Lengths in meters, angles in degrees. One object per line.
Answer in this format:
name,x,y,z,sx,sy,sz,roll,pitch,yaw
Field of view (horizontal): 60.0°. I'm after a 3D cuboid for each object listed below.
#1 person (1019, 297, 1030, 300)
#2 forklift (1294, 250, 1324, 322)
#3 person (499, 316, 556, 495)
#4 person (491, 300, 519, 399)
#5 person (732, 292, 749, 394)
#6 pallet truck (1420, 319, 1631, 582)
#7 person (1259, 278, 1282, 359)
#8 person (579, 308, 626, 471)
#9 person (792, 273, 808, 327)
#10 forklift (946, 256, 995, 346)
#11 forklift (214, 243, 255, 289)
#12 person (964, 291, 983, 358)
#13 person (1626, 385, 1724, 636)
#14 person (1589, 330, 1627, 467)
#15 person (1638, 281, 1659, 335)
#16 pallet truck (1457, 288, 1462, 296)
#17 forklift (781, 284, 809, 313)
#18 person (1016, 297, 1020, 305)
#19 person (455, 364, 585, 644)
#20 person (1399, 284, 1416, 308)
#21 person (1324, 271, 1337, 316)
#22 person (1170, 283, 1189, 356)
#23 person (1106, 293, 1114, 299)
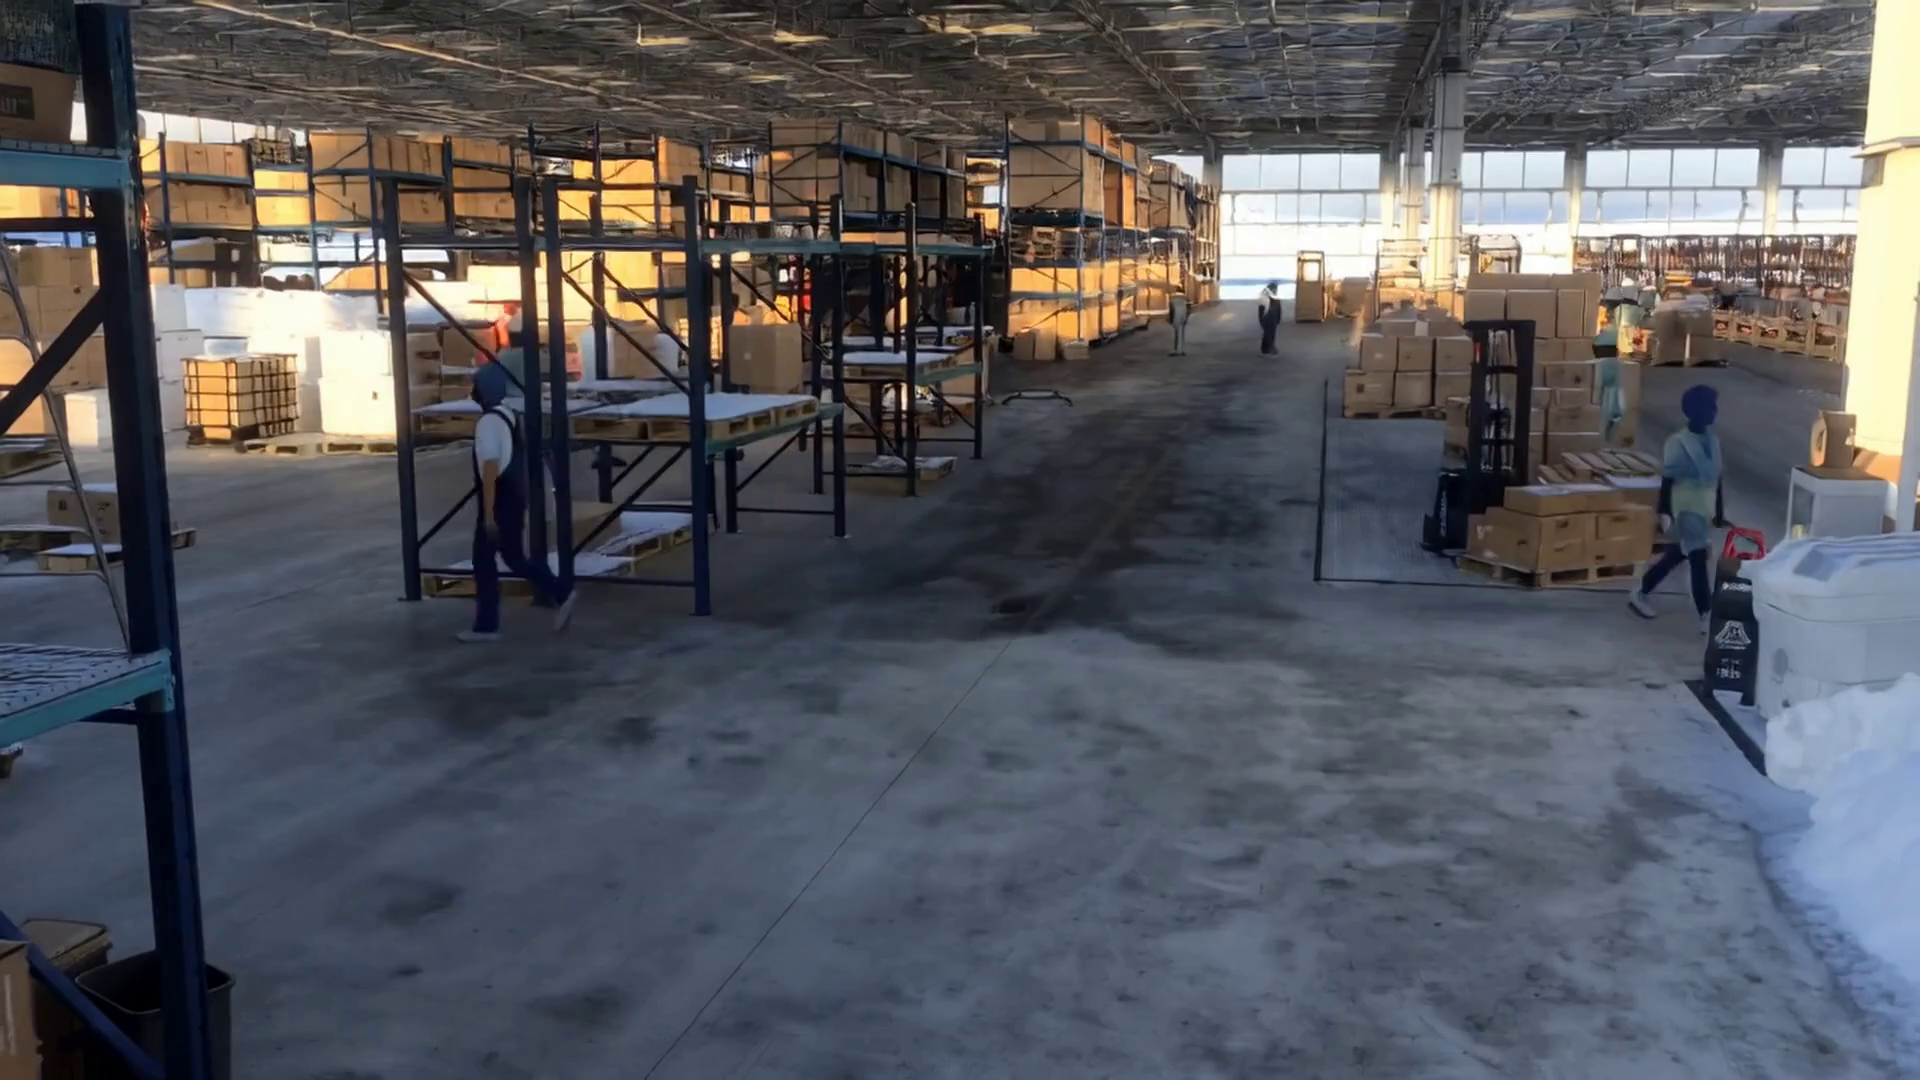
person,2.168,-7.467,53.921,0.532,1.697,0.319,-5,11,-26
forklift,13.778,-10.002,65.433,1.129,2.768,1.873,2,10,12
person,-4.542,-1.406,17.464,0.915,1.895,0.600,6,11,31
person,-6.614,-2.592,24.493,0.606,1.895,0.844,-5,11,-28
person,-3.578,-2.956,26.455,0.394,1.955,0.605,5,11,27
pallet truck,4.543,-0.757,13.299,0.823,1.965,1.885,-4,10,-22
person,7.779,-5.496,41.233,0.841,2.000,0.697,7,12,36
person,-4.187,-1.777,19.557,0.649,1.919,0.574,7,12,38
person,-5.275,-7.732,54.469,0.614,2.041,0.393,8,12,40
forklift,0.285,-6.944,47.324,1.129,2.768,1.873,2,10,12
forklift,-15.871,-5.136,36.618,1.873,2.768,1.129,2,10,12
person,0.372,-5.417,41.818,0.545,1.680,0.443,-3,10,-16
person,4.835,-0.217,11.104,0.539,1.660,0.851,-7,12,-36
person,6.835,-1.352,17.617,0.489,1.730,0.425,-9,13,-42
person,21.018,-7.008,50.843,0.619,1.816,0.428,2,10,13
pallet truck,20.506,-9.785,68.819,0.653,1.274,1.630,2,10,12
forklift,-7.540,-11.424,73.854,1.129,2.768,1.873,2,10,12
person,2.279,-8.762,61.856,0.788,1.596,0.520,8,12,39
person,-2.856,-0.216,10.644,0.769,1.822,0.510,2,10,10
person,10.082,-4.846,37.723,0.604,1.924,0.567,4,10,22
person,16.165,-10.773,72.785,0.632,1.940,0.372,3,10,16
person,5.606,-5.639,42.574,0.514,1.876,0.328,-4,10,-22
person,7.536,-12.495,83.260,0.633,1.846,0.429,-5,11,-29
